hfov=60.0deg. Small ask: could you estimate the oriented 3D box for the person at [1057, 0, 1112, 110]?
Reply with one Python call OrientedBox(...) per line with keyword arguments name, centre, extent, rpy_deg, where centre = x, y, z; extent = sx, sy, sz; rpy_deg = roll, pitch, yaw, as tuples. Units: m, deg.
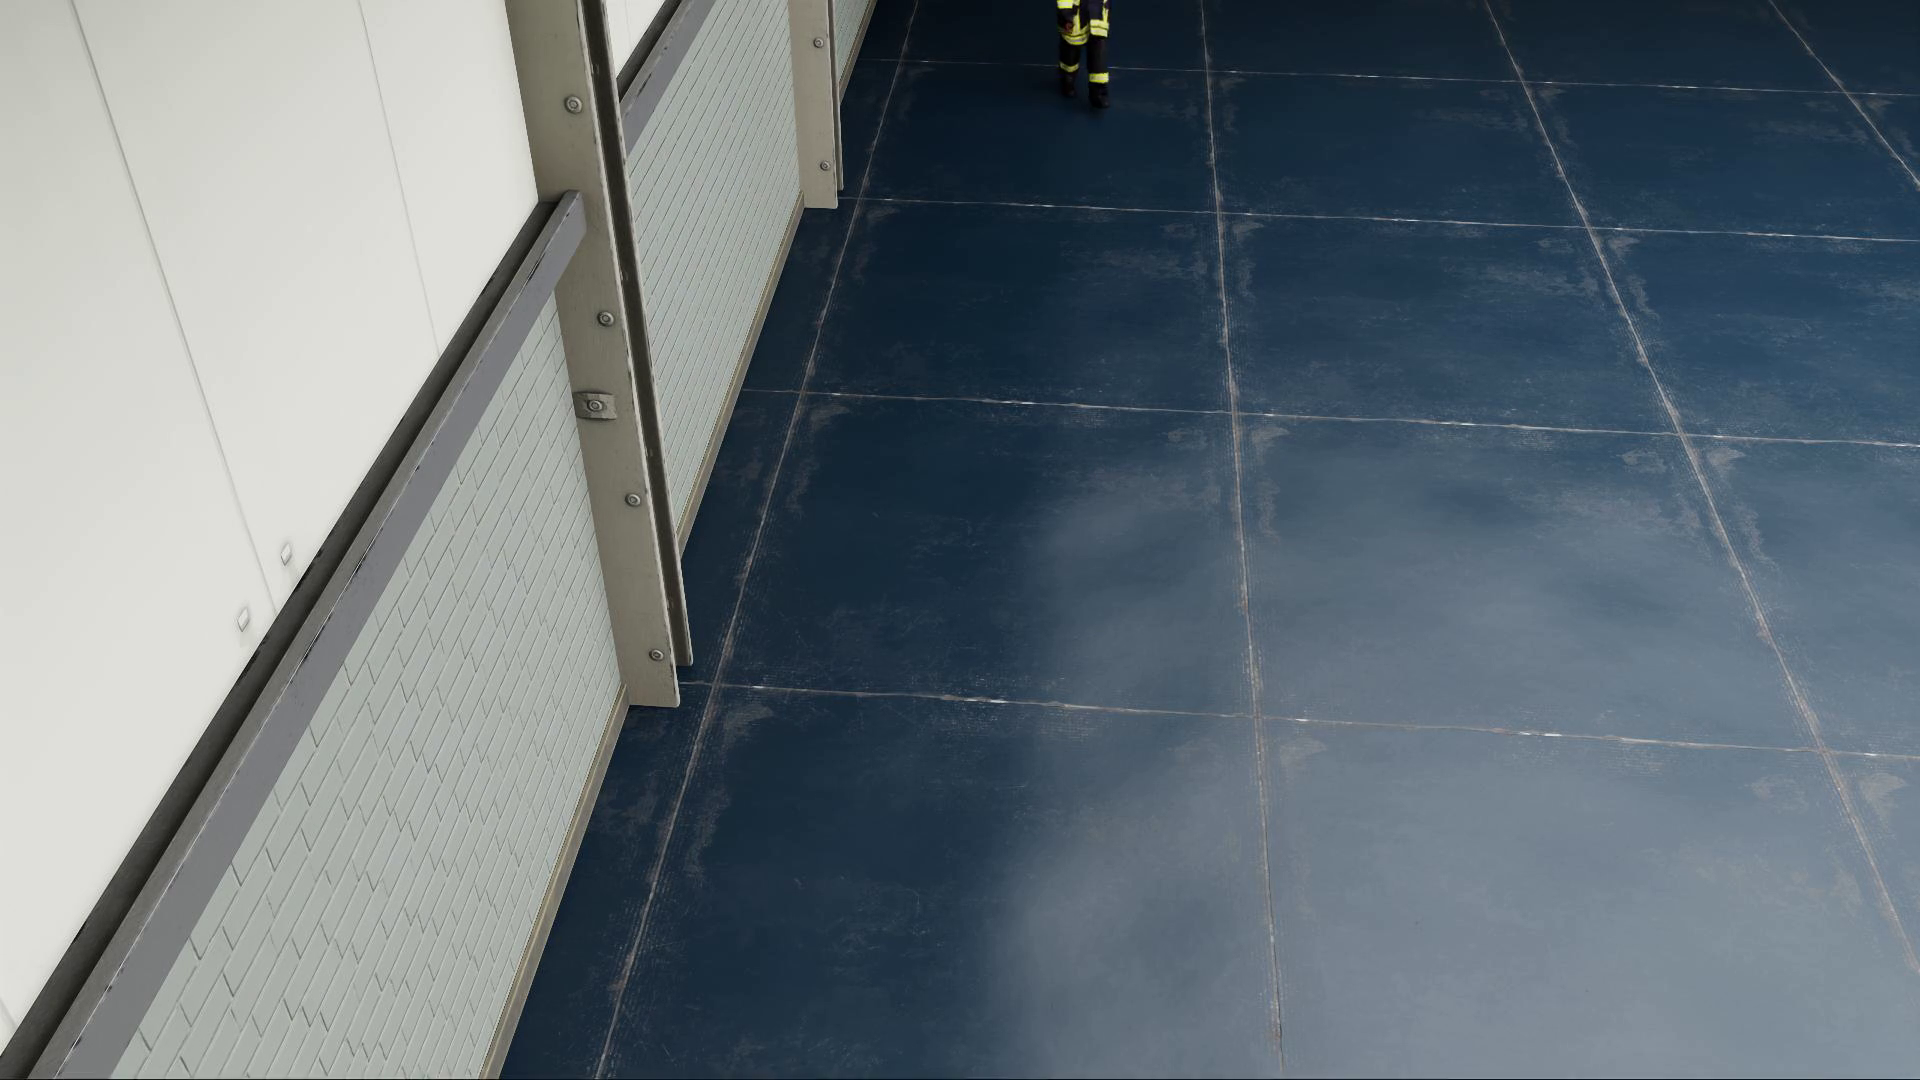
OrientedBox(name="person", centre=(1.090, -4.860, 15.080), extent=(0.987, 1.783, 1.250), rpy_deg=(-8, 39, -10))
